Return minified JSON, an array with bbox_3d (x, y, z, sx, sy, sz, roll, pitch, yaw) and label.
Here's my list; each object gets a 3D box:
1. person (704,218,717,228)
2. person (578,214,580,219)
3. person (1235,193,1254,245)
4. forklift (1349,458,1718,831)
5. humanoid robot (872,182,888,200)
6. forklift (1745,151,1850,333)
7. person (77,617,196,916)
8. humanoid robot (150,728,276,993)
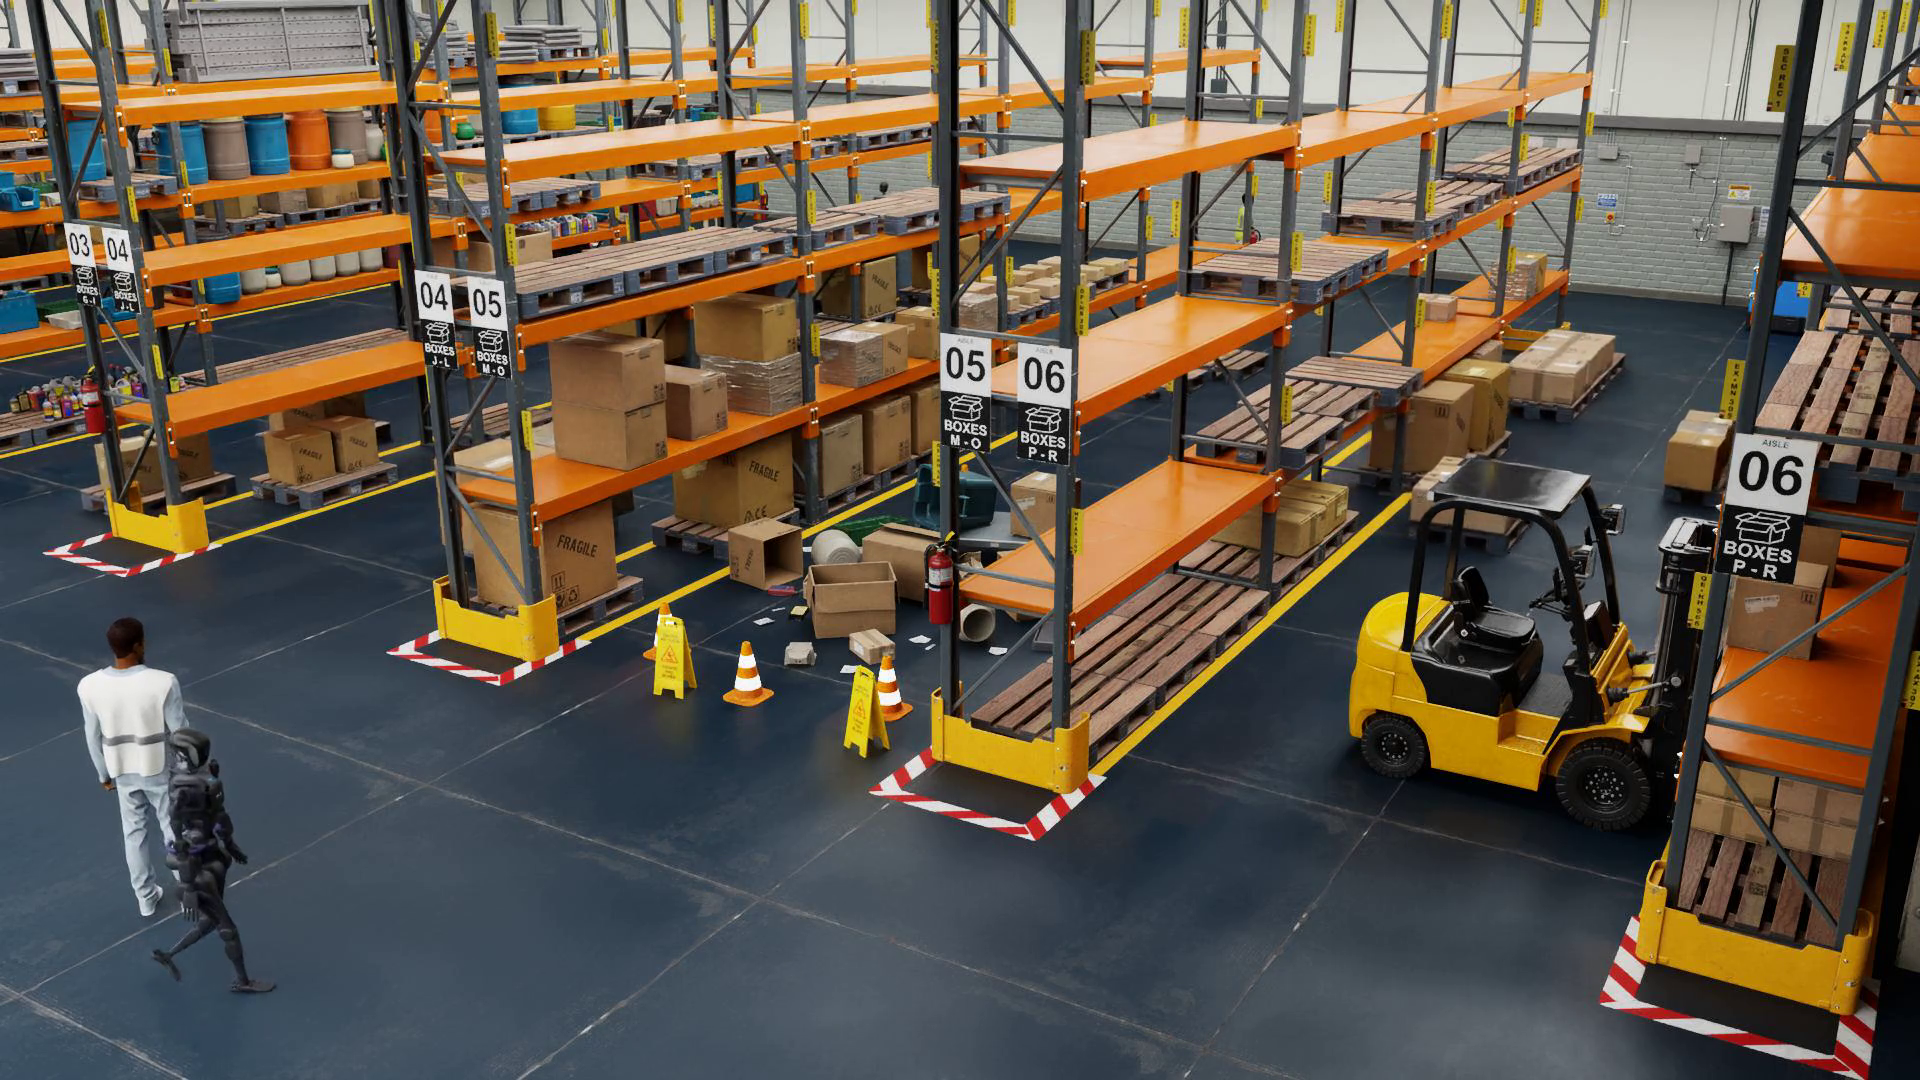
[{"bbox_3d":[-5.236,-7.063,34.866,0.488,1.688,0.350,-6,20,-17],"label":"person"},{"bbox_3d":[-7.394,-5.909,31.424,0.515,1.753,0.959,6,20,18],"label":"person"},{"bbox_3d":[5.191,-5.513,30.382,0.319,1.687,0.537,-2,19,-5],"label":"person"},{"bbox_3d":[3.988,0.658,11.776,2.313,2.155,1.214,11,22,29],"label":"forklift"},{"bbox_3d":[-1.489,-6.065,32.013,0.590,1.642,0.550,-10,21,-27],"label":"humanoid robot"},{"bbox_3d":[13.620,-4.667,26.137,1.873,2.768,1.129,11,22,29],"label":"forklift"},{"bbox_3d":[-4.944,1.390,10.085,0.589,1.912,0.399,-1,19,-2],"label":"person"},{"bbox_3d":[-4.296,1.805,9.323,0.746,1.645,0.609,0,19,0],"label":"humanoid robot"}]
